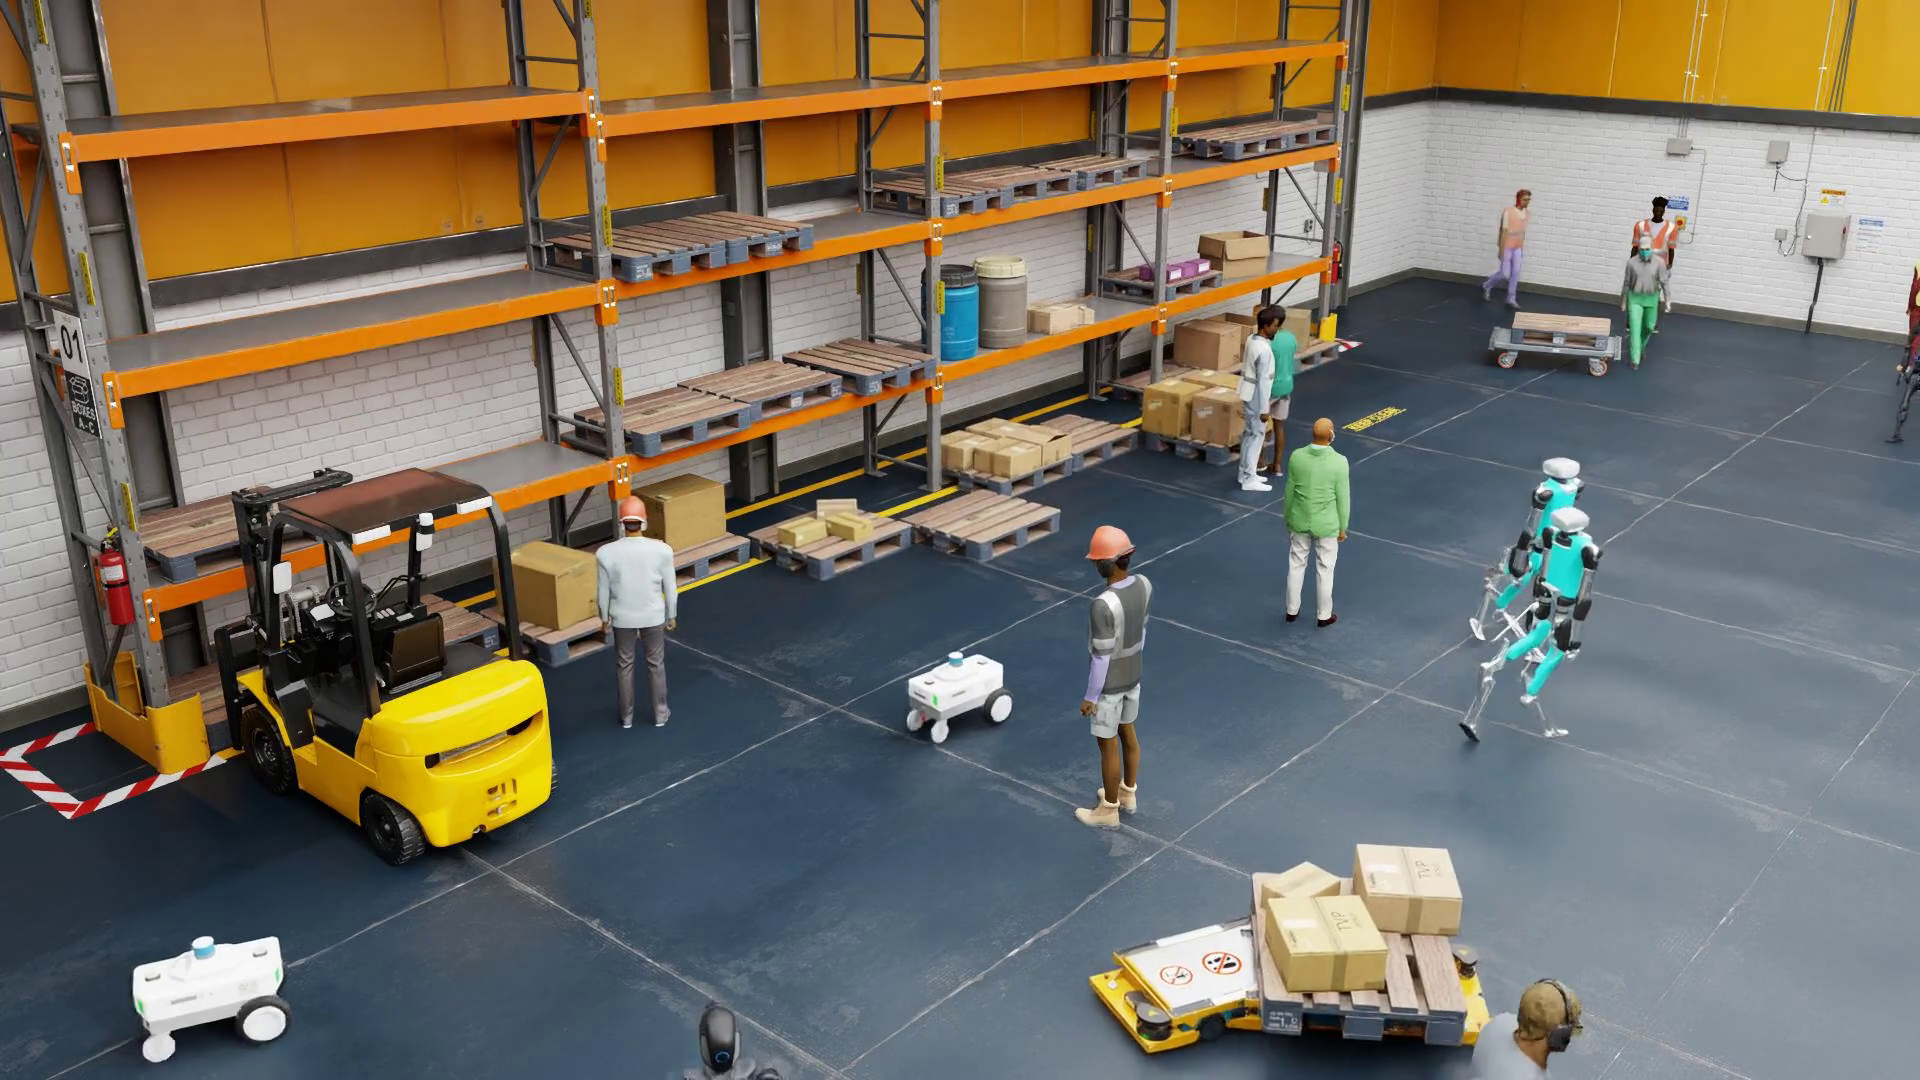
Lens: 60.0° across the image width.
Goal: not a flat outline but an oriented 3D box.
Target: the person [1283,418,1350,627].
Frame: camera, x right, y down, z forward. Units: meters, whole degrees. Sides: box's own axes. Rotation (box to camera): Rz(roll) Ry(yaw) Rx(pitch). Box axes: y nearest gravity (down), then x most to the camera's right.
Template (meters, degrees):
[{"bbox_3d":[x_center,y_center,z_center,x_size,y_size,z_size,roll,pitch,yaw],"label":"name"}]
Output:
[{"bbox_3d":[2.945,-0.144,13.755,0.550,1.783,0.384,10,23,26],"label":"person"}]

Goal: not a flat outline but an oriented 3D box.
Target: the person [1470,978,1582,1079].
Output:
[{"bbox_3d":[1.997,2.508,6.403,0.768,1.908,0.649,2,20,5],"label":"person"}]

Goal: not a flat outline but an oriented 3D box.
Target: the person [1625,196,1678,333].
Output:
[{"bbox_3d":[9.891,-3.943,23.808,0.600,1.957,0.381,8,22,21],"label":"person"}]

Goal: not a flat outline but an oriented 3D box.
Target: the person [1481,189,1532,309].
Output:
[{"bbox_3d":[8.361,-4.461,25.393,0.588,1.818,0.628,-12,23,-29],"label":"person"}]

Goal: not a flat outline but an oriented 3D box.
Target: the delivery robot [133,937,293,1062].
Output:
[{"bbox_3d":[-3.912,2.366,8.738,0.801,0.602,0.499,-9,22,-23],"label":"delivery robot"}]

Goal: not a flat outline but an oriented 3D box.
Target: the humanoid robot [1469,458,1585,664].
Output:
[{"bbox_3d":[4.356,0.115,13.201,0.540,1.743,1.020,-15,25,-35],"label":"humanoid robot"}]

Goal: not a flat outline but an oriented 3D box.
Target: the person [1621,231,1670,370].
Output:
[{"bbox_3d":[9.066,-3.212,22.012,0.596,1.819,0.818,6,21,16],"label":"person"}]

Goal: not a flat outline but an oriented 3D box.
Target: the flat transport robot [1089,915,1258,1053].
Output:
[{"bbox_3d":[1.493,2.383,9.094,1.431,0.231,0.659,-9,22,-22],"label":"flat transport robot"}]

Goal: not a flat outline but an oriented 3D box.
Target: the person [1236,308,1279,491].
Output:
[{"bbox_3d":[3.051,-1.443,17.100,0.399,1.909,0.597,-1,20,-4],"label":"person"}]

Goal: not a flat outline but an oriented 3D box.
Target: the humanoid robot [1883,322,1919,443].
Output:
[{"bbox_3d":[10.902,-1.879,18.705,0.770,1.650,0.601,-9,22,-24],"label":"humanoid robot"}]

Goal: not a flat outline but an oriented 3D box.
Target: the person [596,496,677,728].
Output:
[{"bbox_3d":[-2.325,0.537,12.014,0.572,1.711,0.352,-4,21,-10],"label":"person"}]

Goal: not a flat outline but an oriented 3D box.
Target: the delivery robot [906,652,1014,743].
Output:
[{"bbox_3d":[-0.013,1.105,12.140,0.774,0.592,0.499,-17,26,-39],"label":"delivery robot"}]

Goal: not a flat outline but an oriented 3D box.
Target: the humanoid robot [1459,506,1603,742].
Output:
[{"bbox_3d":[3.947,0.668,11.682,1.014,1.781,0.531,-7,21,-18],"label":"humanoid robot"}]

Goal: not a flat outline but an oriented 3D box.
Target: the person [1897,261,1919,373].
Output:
[{"bbox_3d":[12.551,-3.031,21.596,0.466,1.769,0.377,3,20,8],"label":"person"}]

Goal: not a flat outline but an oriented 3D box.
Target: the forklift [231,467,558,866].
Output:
[{"bbox_3d":[-3.730,0.710,10.856,2.313,2.155,1.214,17,26,38],"label":"forklift"}]

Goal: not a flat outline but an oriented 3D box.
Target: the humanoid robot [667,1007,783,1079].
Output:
[{"bbox_3d":[-0.955,2.565,6.581,0.585,1.646,0.536,-8,22,-19],"label":"humanoid robot"}]

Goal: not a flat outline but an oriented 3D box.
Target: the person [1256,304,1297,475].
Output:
[{"bbox_3d":[3.296,-1.584,17.586,0.553,1.836,0.538,-13,24,-31],"label":"person"}]

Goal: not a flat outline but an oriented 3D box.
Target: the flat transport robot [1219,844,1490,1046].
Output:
[{"bbox_3d":[2.098,2.419,8.996,1.431,0.231,0.659,2,20,6],"label":"flat transport robot"}]

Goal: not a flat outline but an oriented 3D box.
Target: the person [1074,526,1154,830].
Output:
[{"bbox_3d":[0.961,0.879,10.628,0.386,2.033,0.604,14,24,33],"label":"person"}]
